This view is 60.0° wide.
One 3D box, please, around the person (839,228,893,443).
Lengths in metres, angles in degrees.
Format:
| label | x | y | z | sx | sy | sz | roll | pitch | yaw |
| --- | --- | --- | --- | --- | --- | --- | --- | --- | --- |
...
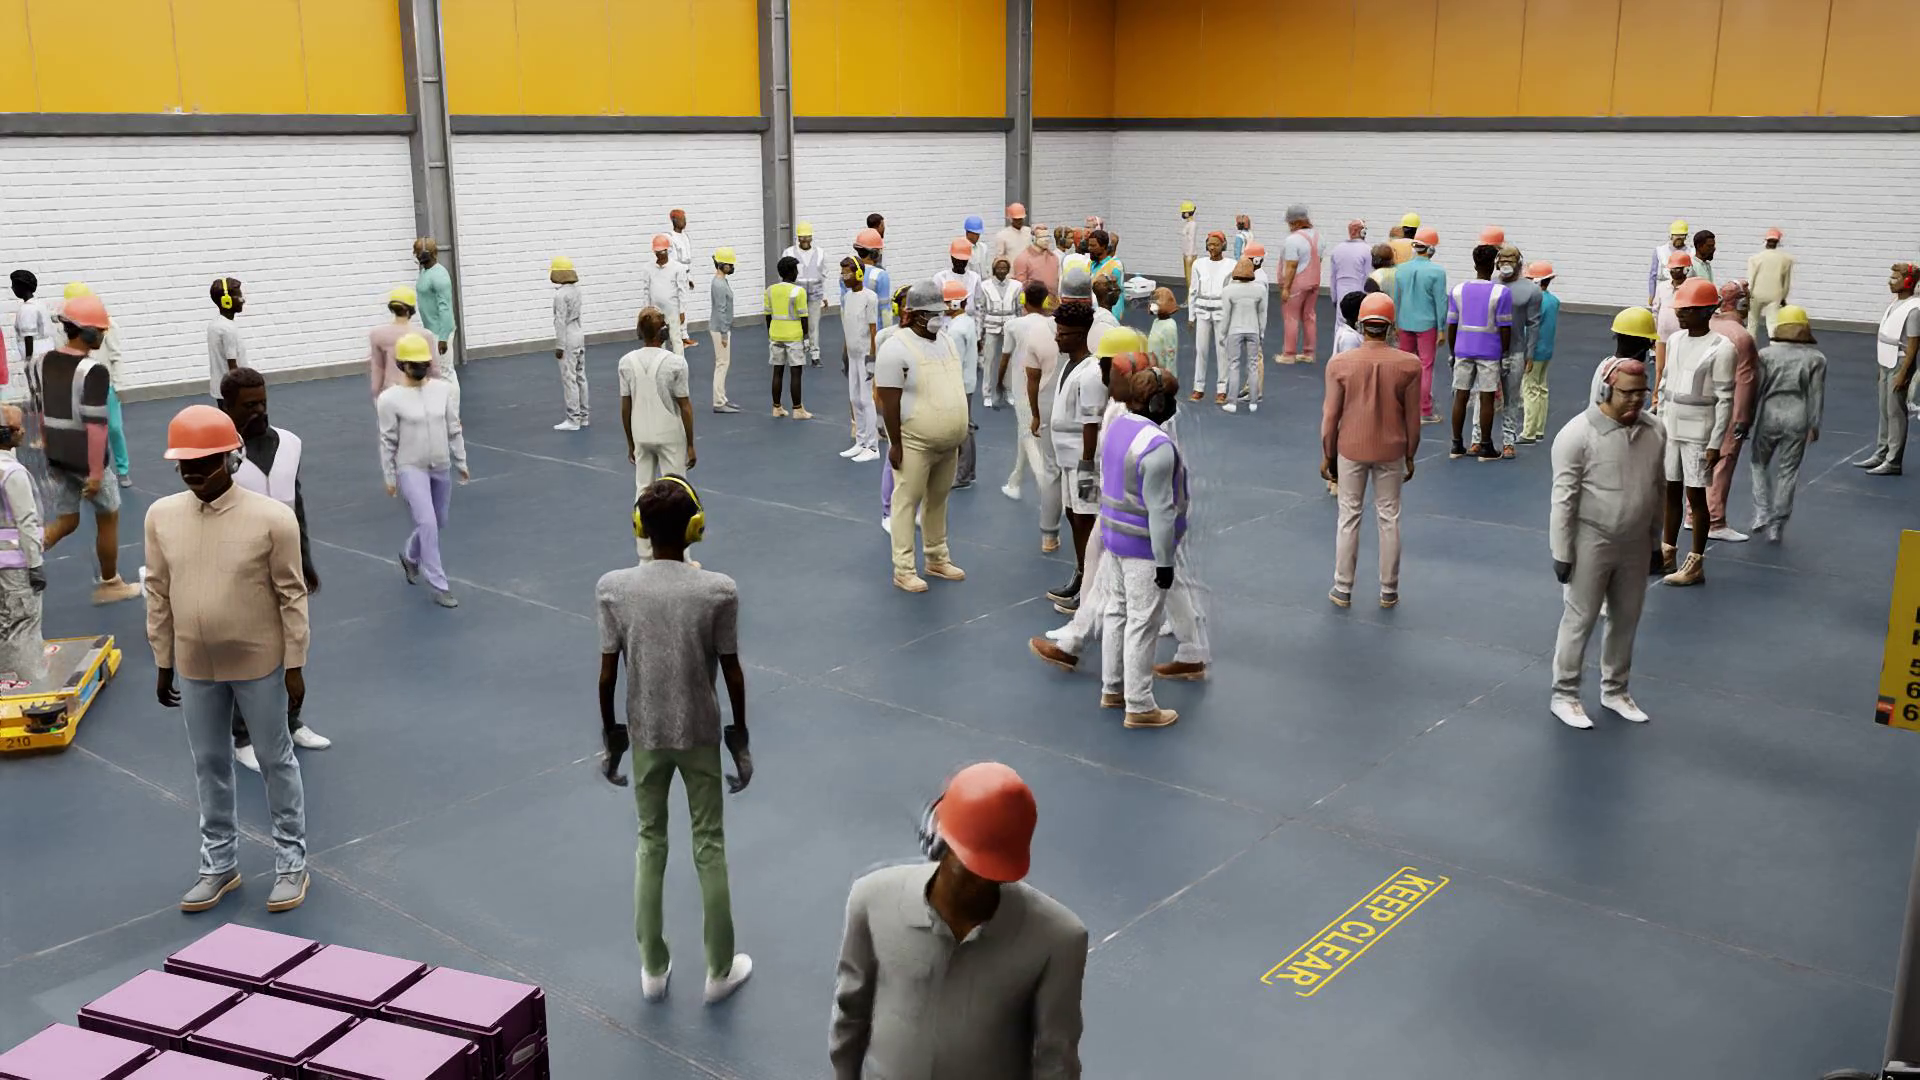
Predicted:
| label | x | y | z | sx | sy | sz | roll | pitch | yaw |
| --- | --- | --- | --- | --- | --- | --- | --- | --- | --- |
| person | -0.868 | -1.960 | 16.000 | 0.605 | 2.045 | 0.377 | 10 | 17 | 36 |

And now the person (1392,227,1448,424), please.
| label | x | y | z | sx | sy | sz | roll | pitch | yaw |
| --- | --- | --- | --- | --- | --- | --- | --- | --- | --- |
| person | 4.700 | -2.185 | 17.001 | 0.382 | 1.995 | 0.612 | -13 | 19 | -41 |

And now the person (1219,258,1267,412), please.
| label | x | y | z | sx | sy | sz | roll | pitch | yaw |
| --- | --- | --- | --- | --- | --- | --- | --- | --- | --- |
| person | 3.008 | -2.178 | 17.700 | 0.498 | 1.634 | 0.278 | -1 | 14 | -6 |

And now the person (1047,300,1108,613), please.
| label | x | y | z | sx | sy | sz | roll | pitch | yaw |
| --- | --- | --- | --- | --- | --- | --- | --- | --- | --- |
| person | 0.742 | -0.518 | 10.425 | 0.373 | 1.958 | 0.599 | -3 | 14 | -12 |

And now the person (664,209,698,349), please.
| label | x | y | z | sx | sy | sz | roll | pitch | yaw |
| --- | --- | --- | --- | --- | --- | --- | --- | --- | --- |
| person | -3.838 | -3.577 | 22.786 | 0.355 | 1.884 | 0.575 | 5 | 15 | 19 |

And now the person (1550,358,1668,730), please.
| label | x | y | z | sx | sy | sz | roll | pitch | yaw |
| --- | --- | --- | --- | --- | --- | --- | --- | --- | --- |
| person | 3.279 | 0.021 | 8.394 | 0.656 | 1.893 | 0.399 | -5 | 15 | -17 |

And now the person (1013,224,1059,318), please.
| label | x | y | z | sx | sy | sz | roll | pitch | yaw |
| --- | --- | --- | --- | --- | --- | --- | --- | --- | --- |
| person | 0.911 | -2.637 | 18.985 | 0.642 | 1.909 | 0.410 | -12 | 19 | -40 |

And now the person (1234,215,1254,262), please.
| label | x | y | z | sx | sy | sz | roll | pitch | yaw |
| --- | --- | --- | --- | --- | --- | --- | --- | --- | --- |
| person | 4.425 | -4.245 | 25.978 | 0.316 | 1.632 | 0.514 | 9 | 17 | 33 |

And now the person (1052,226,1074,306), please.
| label | x | y | z | sx | sy | sz | roll | pitch | yaw |
| --- | --- | --- | --- | --- | --- | --- | --- | --- | --- |
| person | 1.193 | -2.824 | 19.880 | 0.341 | 1.840 | 0.504 | 0 | 14 | 1 |

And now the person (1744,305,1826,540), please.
| label | x | y | z | sx | sy | sz | roll | pitch | yaw |
| --- | --- | --- | --- | --- | --- | --- | --- | --- | --- |
| person | 6.062 | -0.858 | 12.259 | 0.547 | 1.708 | 0.474 | 5 | 15 | 19 |

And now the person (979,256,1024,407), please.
| label | x | y | z | sx | sy | sz | roll | pitch | yaw |
| --- | --- | --- | --- | --- | --- | --- | --- | --- | --- |
| person | 0.437 | -2.250 | 17.999 | 0.518 | 1.631 | 0.315 | -2 | 14 | -8 |

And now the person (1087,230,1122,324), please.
| label | x | y | z | sx | sy | sz | roll | pitch | yaw |
| --- | --- | --- | --- | --- | --- | --- | --- | --- | --- |
| person | 1.527 | -2.357 | 17.839 | 0.379 | 1.917 | 0.591 | -7 | 16 | -27 |

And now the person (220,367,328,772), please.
| label | x | y | z | sx | sy | sz | roll | pitch | yaw |
| --- | --- | --- | --- | --- | --- | --- | --- | --- | --- |
| person | -3.357 | 0.124 | 7.926 | 0.376 | 1.917 | 0.595 | 8 | 16 | 28 |

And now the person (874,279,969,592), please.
| label | x | y | z | sx | sy | sz | roll | pitch | yaw |
| --- | --- | --- | --- | --- | --- | --- | --- | --- | --- |
| person | -0.197 | -0.693 | 10.941 | 0.538 | 2.000 | 0.687 | 12 | 18 | 39 |

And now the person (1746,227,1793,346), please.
| label | x | y | z | sx | sy | sz | roll | pitch | yaw |
| --- | --- | --- | --- | --- | --- | --- | --- | --- | --- |
| person | 10.430 | -3.172 | 21.496 | 0.575 | 1.715 | 0.827 | 2 | 14 | 6 |

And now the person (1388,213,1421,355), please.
| label | x | y | z | sx | sy | sz | roll | pitch | yaw |
| --- | --- | --- | --- | --- | --- | --- | --- | --- | --- |
| person | 5.605 | -3.134 | 20.925 | 0.585 | 1.929 | 0.375 | 12 | 19 | 41 |

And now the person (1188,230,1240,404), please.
| label | x | y | z | sx | sy | sz | roll | pitch | yaw |
| --- | --- | --- | --- | --- | --- | --- | --- | --- | --- |
| person | 2.775 | -2.436 | 18.229 | 0.574 | 1.883 | 0.355 | 6 | 15 | 22 |

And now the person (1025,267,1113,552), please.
| label | x | y | z | sx | sy | sz | roll | pitch | yaw |
| --- | --- | --- | --- | --- | --- | --- | --- | --- | --- |
| person | 0.828 | -0.913 | 11.821 | 0.688 | 2.000 | 0.539 | 4 | 15 | 16 |

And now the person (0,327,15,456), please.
| label | x | y | z | sx | sy | sz | roll | pitch | yaw |
| --- | --- | --- | --- | --- | --- | --- | --- | --- | --- |
| person | -8.447 | -1.407 | 14.410 | 0.354 | 1.739 | 0.570 | -10 | 17 | -36 |

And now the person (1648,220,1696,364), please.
| label | x | y | z | sx | sy | sz | roll | pitch | yaw |
| --- | --- | --- | --- | --- | --- | --- | --- | --- | --- |
| person | 9.066 | -3.142 | 21.151 | 0.592 | 1.833 | 0.404 | 3 | 14 | 13 |

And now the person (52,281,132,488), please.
| label | x | y | z | sx | sy | sz | roll | pitch | yaw |
| --- | --- | --- | --- | --- | --- | --- | --- | --- | --- |
| person | -7.247 | -1.279 | 13.876 | 0.536 | 1.754 | 0.363 | -4 | 15 | -15 |

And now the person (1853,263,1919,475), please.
| label | x | y | z | sx | sy | sz | roll | pitch | yaw |
| --- | --- | --- | --- | --- | --- | --- | --- | --- | --- |
| person | 8.168 | -1.482 | 14.490 | 0.390 | 1.847 | 0.563 | 3 | 14 | 12 |

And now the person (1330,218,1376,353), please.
| label | x | y | z | sx | sy | sz | roll | pitch | yaw |
| --- | --- | --- | --- | --- | --- | --- | --- | --- | --- |
| person | 4.771 | -2.912 | 20.076 | 0.405 | 1.914 | 0.636 | -12 | 18 | -39 |

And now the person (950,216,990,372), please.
| label | x | y | z | sx | sy | sz | roll | pitch | yaw |
| --- | --- | --- | --- | --- | --- | --- | --- | --- | --- |
| person | 0.145 | -2.992 | 20.360 | 0.420 | 1.932 | 0.619 | 13 | 19 | 42 |

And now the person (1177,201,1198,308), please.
| label | x | y | z | sx | sy | sz | roll | pitch | yaw |
| --- | --- | --- | --- | --- | --- | --- | --- | --- | --- |
| person | 3.791 | -4.742 | 27.701 | 0.339 | 1.761 | 0.524 | 0 | 14 | -1 |

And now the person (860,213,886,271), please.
| label | x | y | z | sx | sy | sz | roll | pitch | yaw |
| --- | --- | --- | --- | --- | --- | --- | --- | --- | --- |
| person | -1.108 | -3.157 | 21.043 | 0.398 | 1.918 | 0.588 | -5 | 15 | -20 |

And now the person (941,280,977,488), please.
| label | x | y | z | sx | sy | sz | roll | pitch | yaw |
| --- | --- | --- | --- | --- | --- | --- | --- | --- | --- |
| person | -0.036 | -1.310 | 14.009 | 0.347 | 1.743 | 0.566 | 2 | 14 | 8 |

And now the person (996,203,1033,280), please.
| label | x | y | z | sx | sy | sz | roll | pitch | yaw |
| --- | --- | --- | --- | --- | --- | --- | --- | --- | --- |
| person | 0.784 | -3.645 | 22.897 | 0.640 | 1.963 | 0.502 | -7 | 16 | -25 |

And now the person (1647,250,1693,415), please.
| label | x | y | z | sx | sy | sz | roll | pitch | yaw |
| --- | --- | --- | --- | --- | --- | --- | --- | --- | --- |
| person | 7.363 | -2.106 | 17.173 | 0.342 | 1.749 | 0.573 | -9 | 17 | -31 |

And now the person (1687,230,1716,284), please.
| label | x | y | z | sx | sy | sz | roll | pitch | yaw |
| --- | --- | --- | --- | --- | --- | --- | --- | --- | --- |
| person | 7.843 | -2.346 | 17.798 | 0.392 | 1.919 | 0.591 | 12 | 18 | 39 |

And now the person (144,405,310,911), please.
| label | x | y | z | sx | sy | sz | roll | pitch | yaw |
| --- | --- | --- | --- | --- | --- | --- | --- | --- | --- |
| person | -2.814 | 0.465 | 6.410 | 0.611 | 1.995 | 0.380 | 0 | 14 | 0 |

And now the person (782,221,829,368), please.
| label | x | y | z | sx | sy | sz | roll | pitch | yaw |
| --- | --- | --- | --- | --- | --- | --- | --- | --- | --- |
| person | -1.930 | -3.065 | 20.841 | 0.592 | 1.834 | 0.404 | -3 | 14 | -14 |

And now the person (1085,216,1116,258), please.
| label | x | y | z | sx | sy | sz | roll | pitch | yaw |
| --- | --- | --- | --- | --- | --- | --- | --- | --- | --- |
| person | 1.645 | -3.039 | 20.591 | 0.409 | 1.907 | 0.651 | -6 | 15 | -23 |

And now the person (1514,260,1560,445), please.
| label | x | y | z | sx | sy | sz | roll | pitch | yaw |
| --- | --- | --- | --- | --- | --- | --- | --- | --- | --- |
| person | 5.477 | -1.784 | 15.883 | 0.330 | 1.751 | 0.564 | 11 | 18 | 38 |
